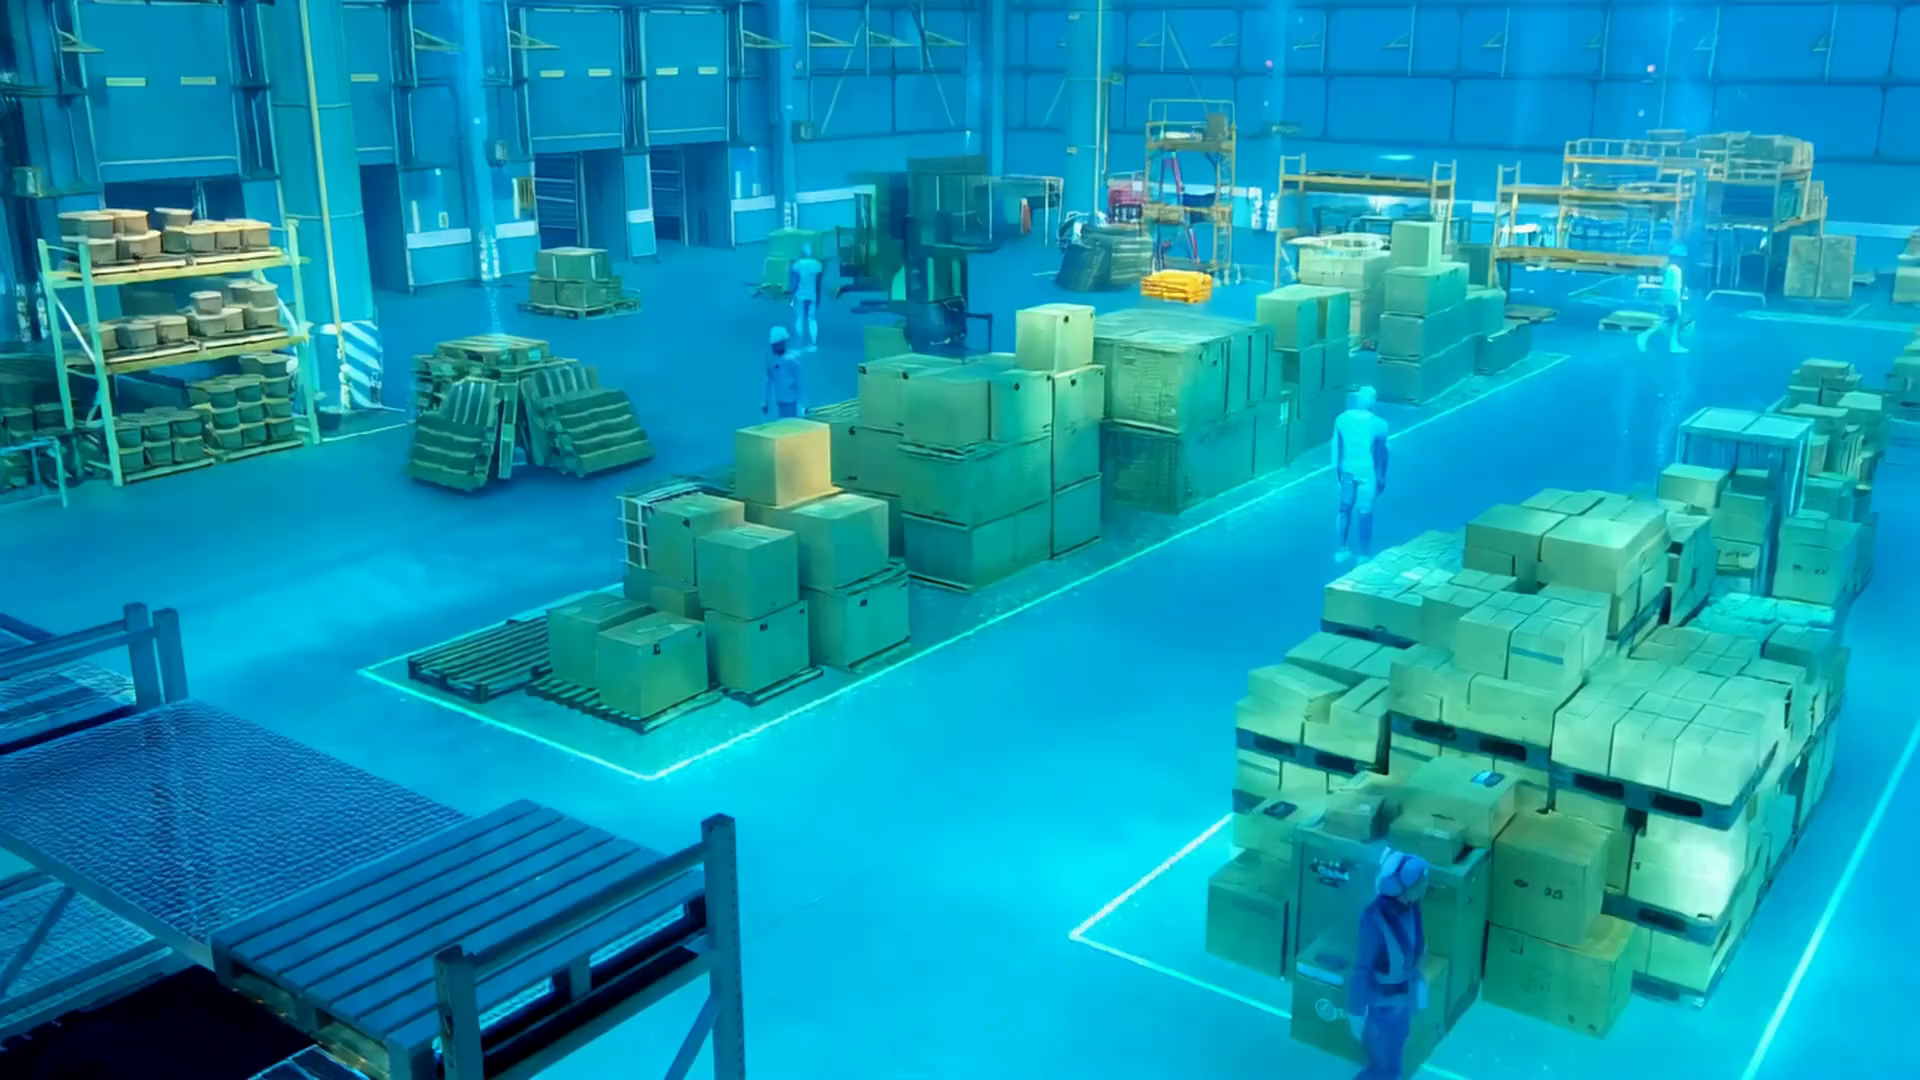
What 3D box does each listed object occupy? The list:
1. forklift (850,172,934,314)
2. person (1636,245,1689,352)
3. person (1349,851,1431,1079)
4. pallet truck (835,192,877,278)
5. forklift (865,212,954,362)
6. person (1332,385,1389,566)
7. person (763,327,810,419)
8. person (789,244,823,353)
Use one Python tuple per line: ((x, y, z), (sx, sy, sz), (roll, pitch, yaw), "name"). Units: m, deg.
((-1.201, -6.008, 33.669), (1.873, 2.768, 1.129), (3, 17, 10), "forklift")
((12.616, -4.302, 29.690), (0.845, 1.911, 0.545), (5, 17, 16), "person")
((2.145, 2.301, 8.278), (0.549, 1.623, 0.371), (-16, 23, -42), "person")
((-1.936, -7.159, 38.982), (1.885, 1.965, 0.823), (-12, 21, -34), "pallet truck")
((-0.496, -3.696, 26.012), (1.873, 2.768, 1.129), (12, 20, 34), "forklift")
((4.246, -0.692, 17.668), (0.634, 1.938, 0.355), (15, 23, 41), "person")
((-2.255, -1.859, 21.662), (0.580, 1.865, 1.022), (15, 22, 40), "person")
((-2.741, -4.288, 29.608), (0.636, 1.927, 0.386), (-9, 19, -28), "person")
